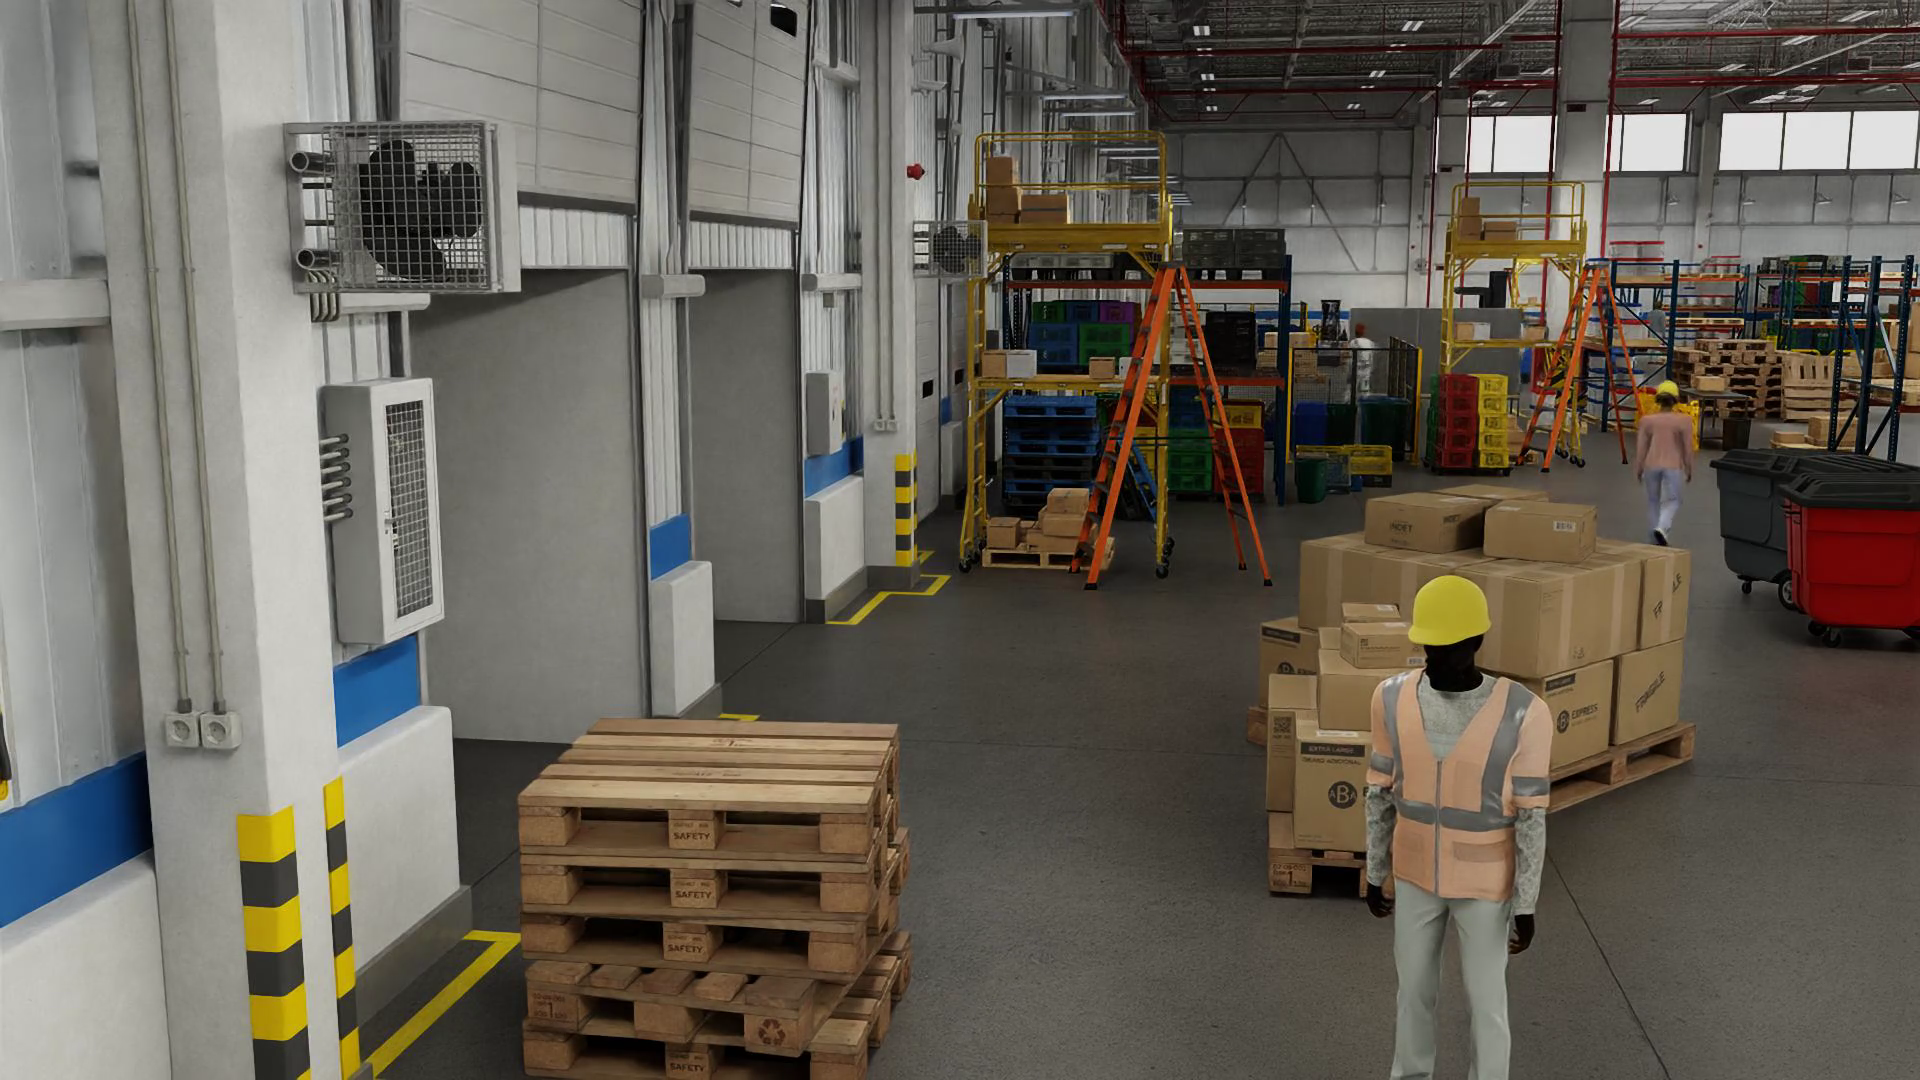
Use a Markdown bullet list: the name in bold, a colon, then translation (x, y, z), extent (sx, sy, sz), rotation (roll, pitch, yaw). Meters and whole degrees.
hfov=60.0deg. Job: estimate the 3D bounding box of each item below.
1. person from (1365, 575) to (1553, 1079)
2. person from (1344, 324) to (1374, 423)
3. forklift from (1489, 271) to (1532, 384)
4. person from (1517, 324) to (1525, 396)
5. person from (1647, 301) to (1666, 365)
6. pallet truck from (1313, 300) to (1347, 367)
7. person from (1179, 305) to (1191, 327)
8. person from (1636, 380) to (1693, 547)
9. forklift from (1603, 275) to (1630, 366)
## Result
- **person**: translation (1.538, 1.052, 5.244), extent (0.586, 1.918, 0.398), rotation (7, 11, 36)
- **person**: translation (7.425, -3.133, 31.256), extent (0.604, 1.845, 0.902), rotation (-4, 10, -23)
- **forklift**: translation (13.422, -5.322, 41.591), extent (1.873, 2.768, 1.129), rotation (1, 9, 9)
- **person**: translation (12.568, -4.233, 37.818), extent (0.519, 1.921, 0.628), rotation (7, 12, 38)
- **person**: translation (20.986, -6.233, 50.106), extent (0.371, 1.940, 0.630), rotation (-5, 11, -29)
- **pallet truck**: translation (11.159, -6.200, 49.718), extent (0.823, 1.965, 1.885), rotation (4, 10, 26)
- **person**: translation (6.017, -5.319, 44.515), extent (0.387, 1.928, 0.549), rotation (3, 10, 16)
- **person**: translation (7.064, -0.732, 16.716), extent (0.540, 1.754, 0.460), rotation (7, 11, 36)
- **forklift**: translation (17.816, -6.092, 46.339), extent (1.873, 2.768, 1.129), rotation (-5, 11, -30)
